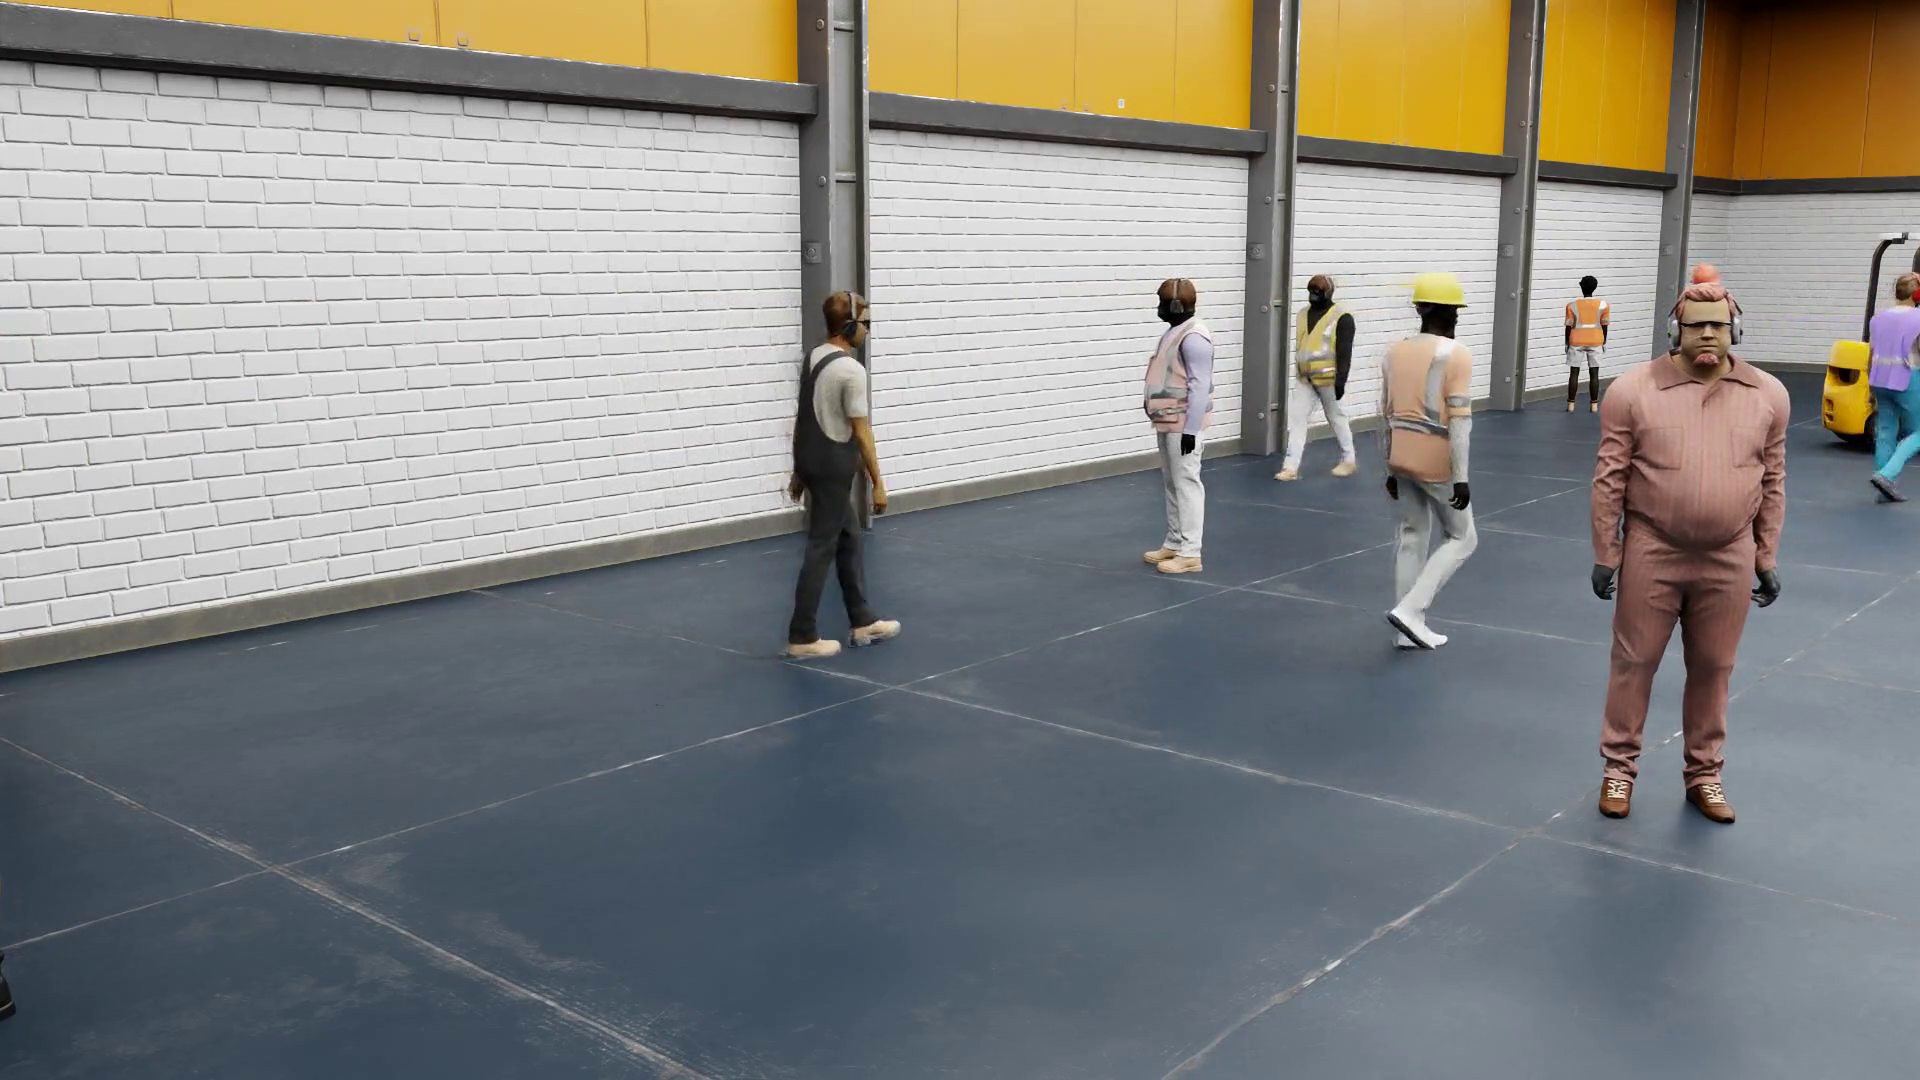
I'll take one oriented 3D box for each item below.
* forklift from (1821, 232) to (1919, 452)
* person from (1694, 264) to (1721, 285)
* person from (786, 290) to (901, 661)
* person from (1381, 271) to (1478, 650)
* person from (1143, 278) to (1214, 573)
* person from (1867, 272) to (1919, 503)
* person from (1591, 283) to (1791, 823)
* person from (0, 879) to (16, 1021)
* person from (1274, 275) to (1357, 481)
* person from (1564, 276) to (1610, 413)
[{"bbox_3d":[9.955,-1.972,16.595,2.313,2.155,1.214,1,10,8],"label":"forklift"},{"bbox_3d":[7.151,-1.688,15.901,0.625,1.870,0.803,-3,10,-18],"label":"person"},{"bbox_3d":[-0.529,-0.317,8.239,0.814,1.811,0.555,-6,12,-31],"label":"person"},{"bbox_3d":[2.354,-0.380,8.319,0.406,1.912,0.624,-5,11,-27],"label":"person"},{"bbox_3d":[1.365,-0.716,10.458,0.429,1.841,0.639,-1,10,-7],"label":"person"},{"bbox_3d":[7.412,-1.184,13.116,0.435,1.835,0.589,-4,11,-21],"label":"person"},{"bbox_3d":[2.568,0.055,5.874,0.651,1.906,0.403,2,10,9],"label":"person"},{"bbox_3d":[-2.705,0.336,4.213,0.543,1.928,0.374,7,12,33],"label":"person"},{"bbox_3d":[3.190,-1.425,14.620,0.944,1.801,0.639,-8,13,-39],"label":"person"},{"bbox_3d":[7.727,-2.413,20.541,0.531,1.694,0.320,3,10,17],"label":"person"}]
